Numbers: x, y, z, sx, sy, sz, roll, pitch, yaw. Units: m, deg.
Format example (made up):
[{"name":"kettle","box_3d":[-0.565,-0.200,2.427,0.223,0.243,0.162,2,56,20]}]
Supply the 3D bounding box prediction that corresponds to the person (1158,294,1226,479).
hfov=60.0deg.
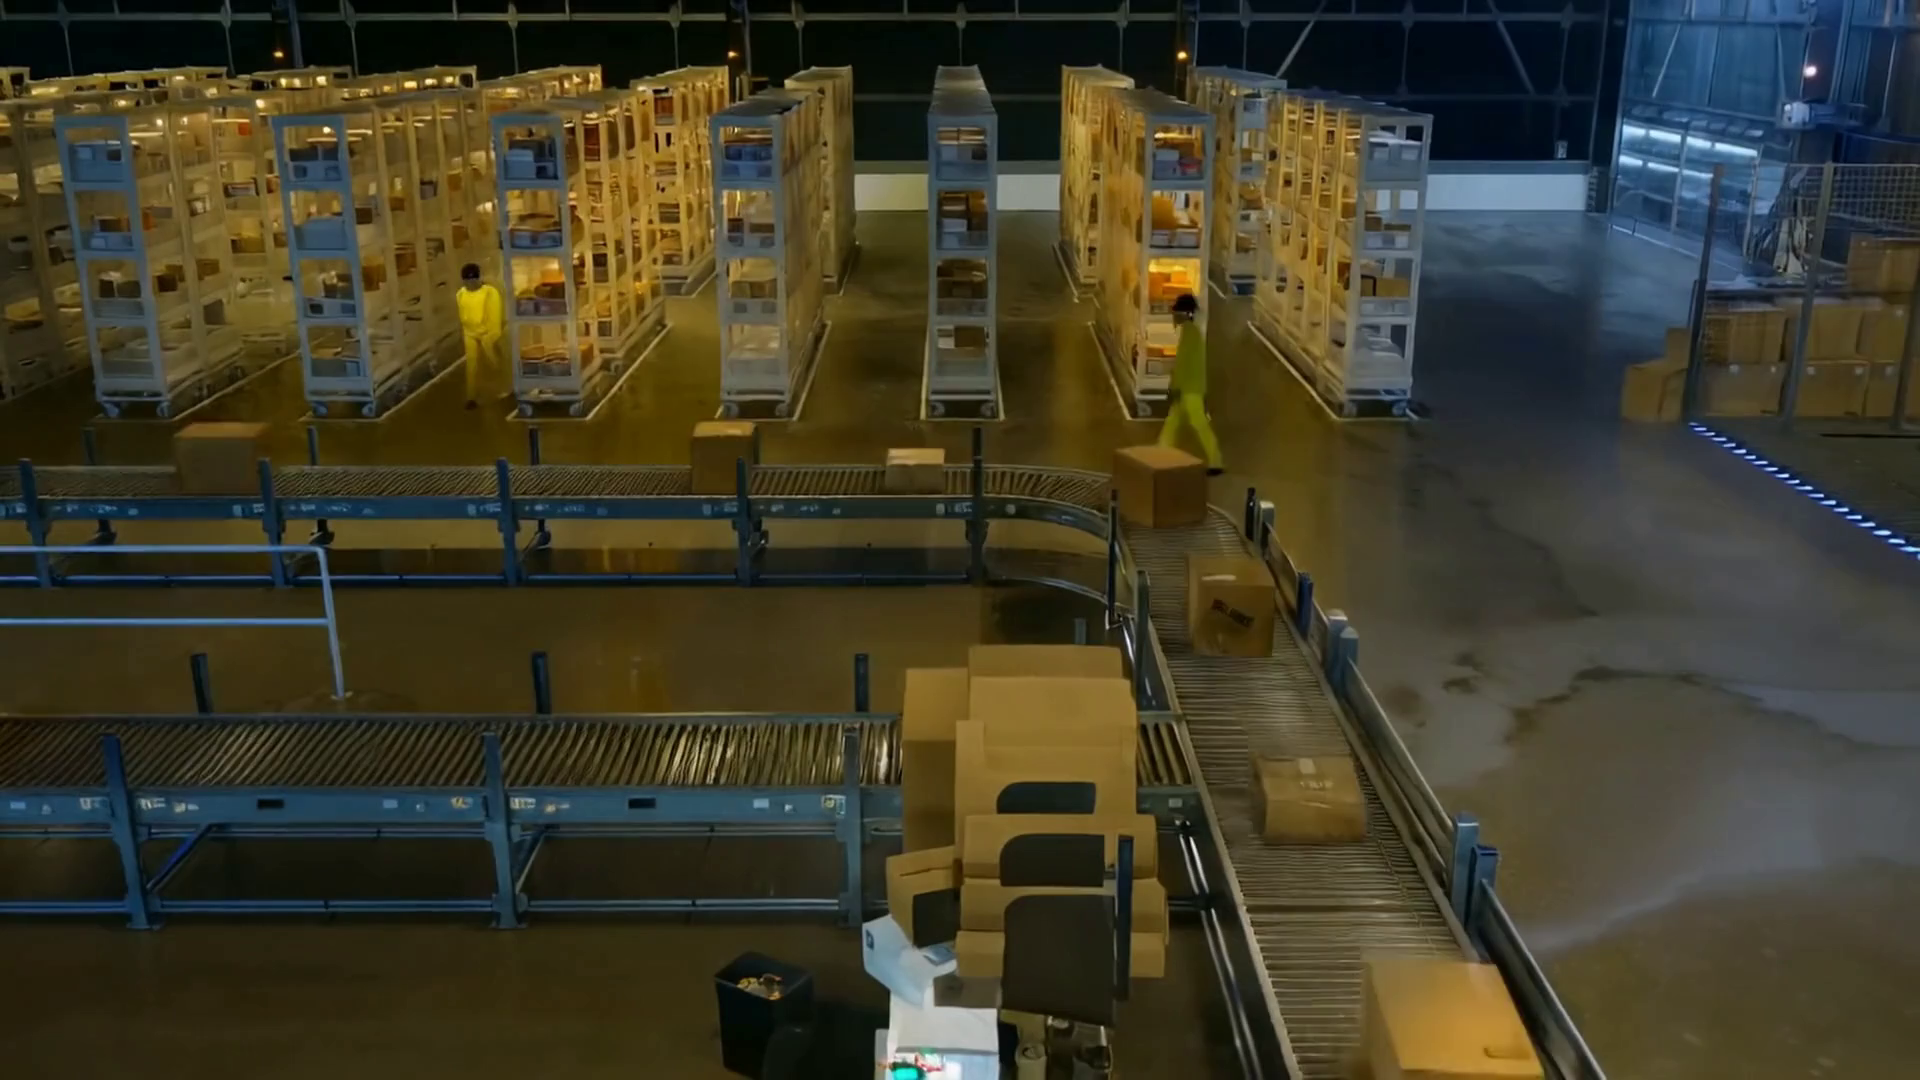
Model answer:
[{"name":"person","box_3d":[2.355,-1.602,17.436,1.031,1.939,0.627,4,18,12]}]

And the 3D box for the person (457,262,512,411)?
[{"name":"person","box_3d":[-5.920,-2.556,20.608,0.584,1.799,0.899,3,18,8]}]
